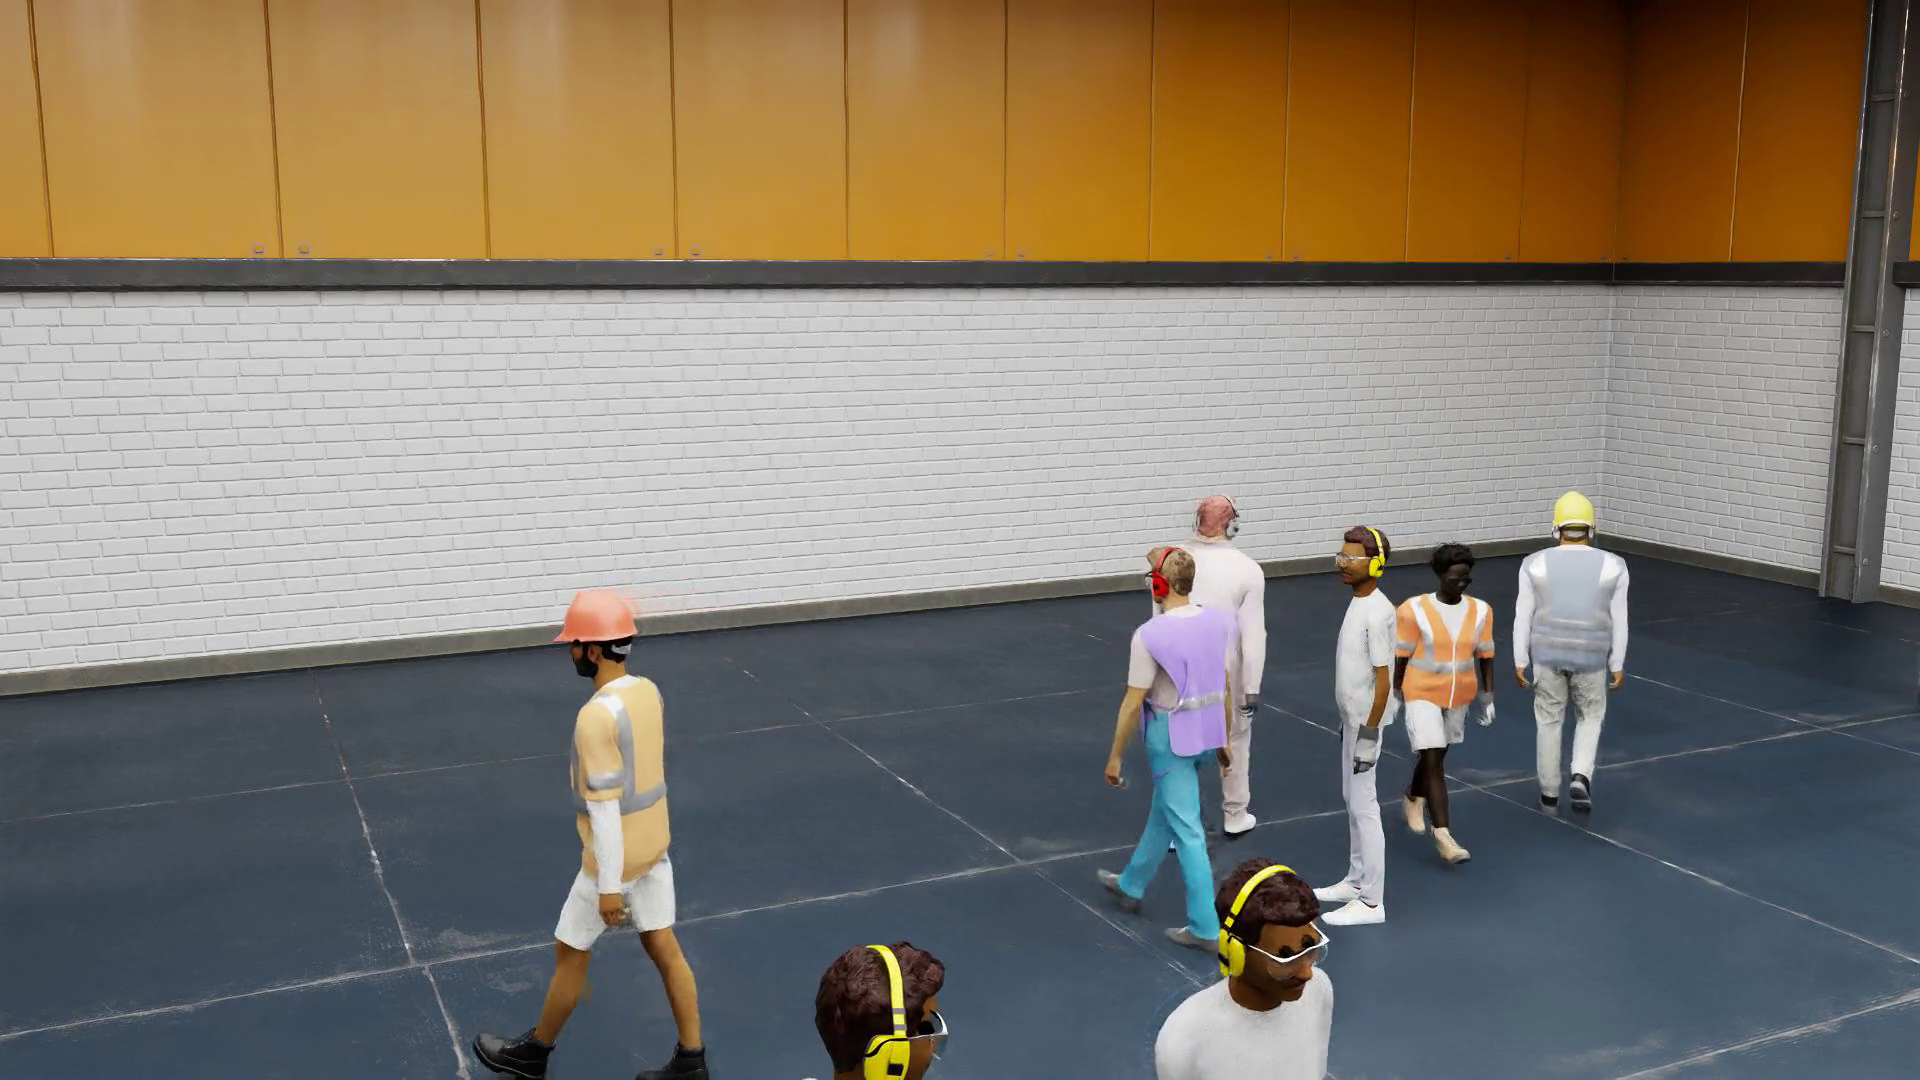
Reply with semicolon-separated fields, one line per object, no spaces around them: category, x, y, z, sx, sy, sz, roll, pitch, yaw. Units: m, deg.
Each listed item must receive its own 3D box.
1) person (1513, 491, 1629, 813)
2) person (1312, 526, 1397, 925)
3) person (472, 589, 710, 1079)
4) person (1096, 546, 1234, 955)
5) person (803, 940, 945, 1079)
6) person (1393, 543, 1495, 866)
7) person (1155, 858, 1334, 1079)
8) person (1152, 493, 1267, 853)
person;3.381;0.642;9.245;0.605;1.821;0.470;3;10;20
person;1.851;0.860;7.761;0.316;1.870;0.531;1;9;3
person;-1.340;1.116;6.095;0.963;1.887;0.576;3;10;16
person;0.885;0.919;7.570;0.599;1.803;0.909;-9;13;-44
person;-0.194;1.633;3.042;0.368;1.853;0.490;-4;10;-22
person;2.525;0.821;8.671;0.540;1.638;0.908;-2;9;-10
person;0.592;1.531;3.750;0.575;1.826;0.848;-7;11;-36
person;1.332;0.688;8.823;0.675;1.878;0.774;5;10;27
